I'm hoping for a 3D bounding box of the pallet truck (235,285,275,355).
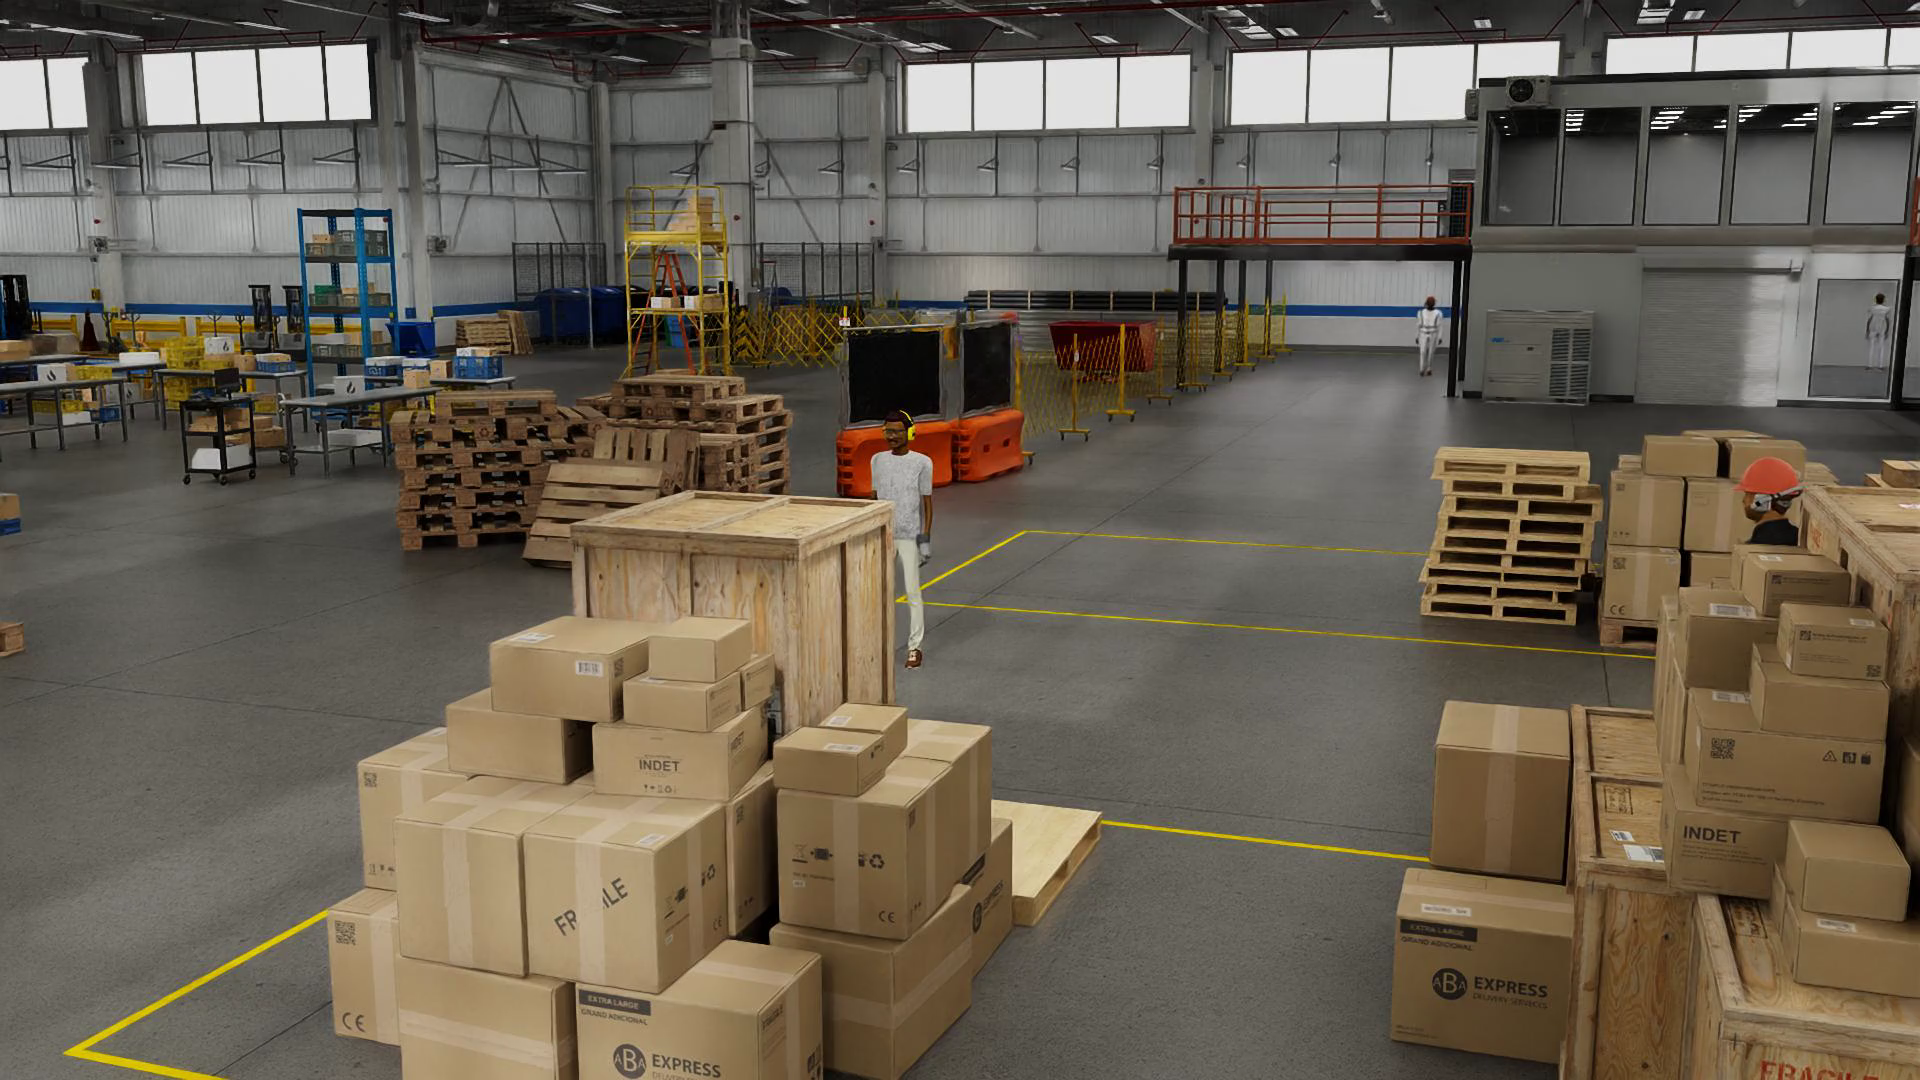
[{"bbox_3d":[-18.327,-5.835,44.421,0.823,1.965,1.885,4,11,23],"label":"pallet truck"}]

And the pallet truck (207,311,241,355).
[{"bbox_3d":[-19.537,-5.575,44.913,0.653,1.274,1.630,3,11,19],"label":"pallet truck"}]

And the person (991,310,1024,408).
[{"bbox_3d":[0.678,-2.590,26.123,0.618,2.020,0.838,9,13,41],"label":"person"}]

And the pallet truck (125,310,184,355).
[{"bbox_3d":[-22.038,-5.665,45.457,0.704,1.261,1.522,3,11,17],"label":"pallet truck"}]

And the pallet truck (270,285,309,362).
[{"bbox_3d":[-17.147,-5.700,43.663,0.823,1.965,1.885,3,11,17],"label":"pallet truck"}]

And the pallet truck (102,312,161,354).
[{"bbox_3d":[-23.057,-5.777,46.261,0.680,1.201,1.601,3,11,19],"label":"pallet truck"}]

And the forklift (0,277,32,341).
[{"bbox_3d":[-27.151,-6.329,46.328,1.157,1.987,2.680,3,11,17],"label":"forklift"}]

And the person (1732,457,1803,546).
[{"bbox_3d":[3.990,0.580,8.298,0.612,1.995,0.393,-9,14,-42],"label":"person"}]

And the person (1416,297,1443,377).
[{"bbox_3d":[10.819,-4.674,38.360,0.598,1.832,0.980,4,11,19],"label":"person"}]

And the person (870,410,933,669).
[{"bbox_3d":[-0.445,-0.008,11.964,0.512,1.872,0.328,4,11,19],"label":"person"}]
